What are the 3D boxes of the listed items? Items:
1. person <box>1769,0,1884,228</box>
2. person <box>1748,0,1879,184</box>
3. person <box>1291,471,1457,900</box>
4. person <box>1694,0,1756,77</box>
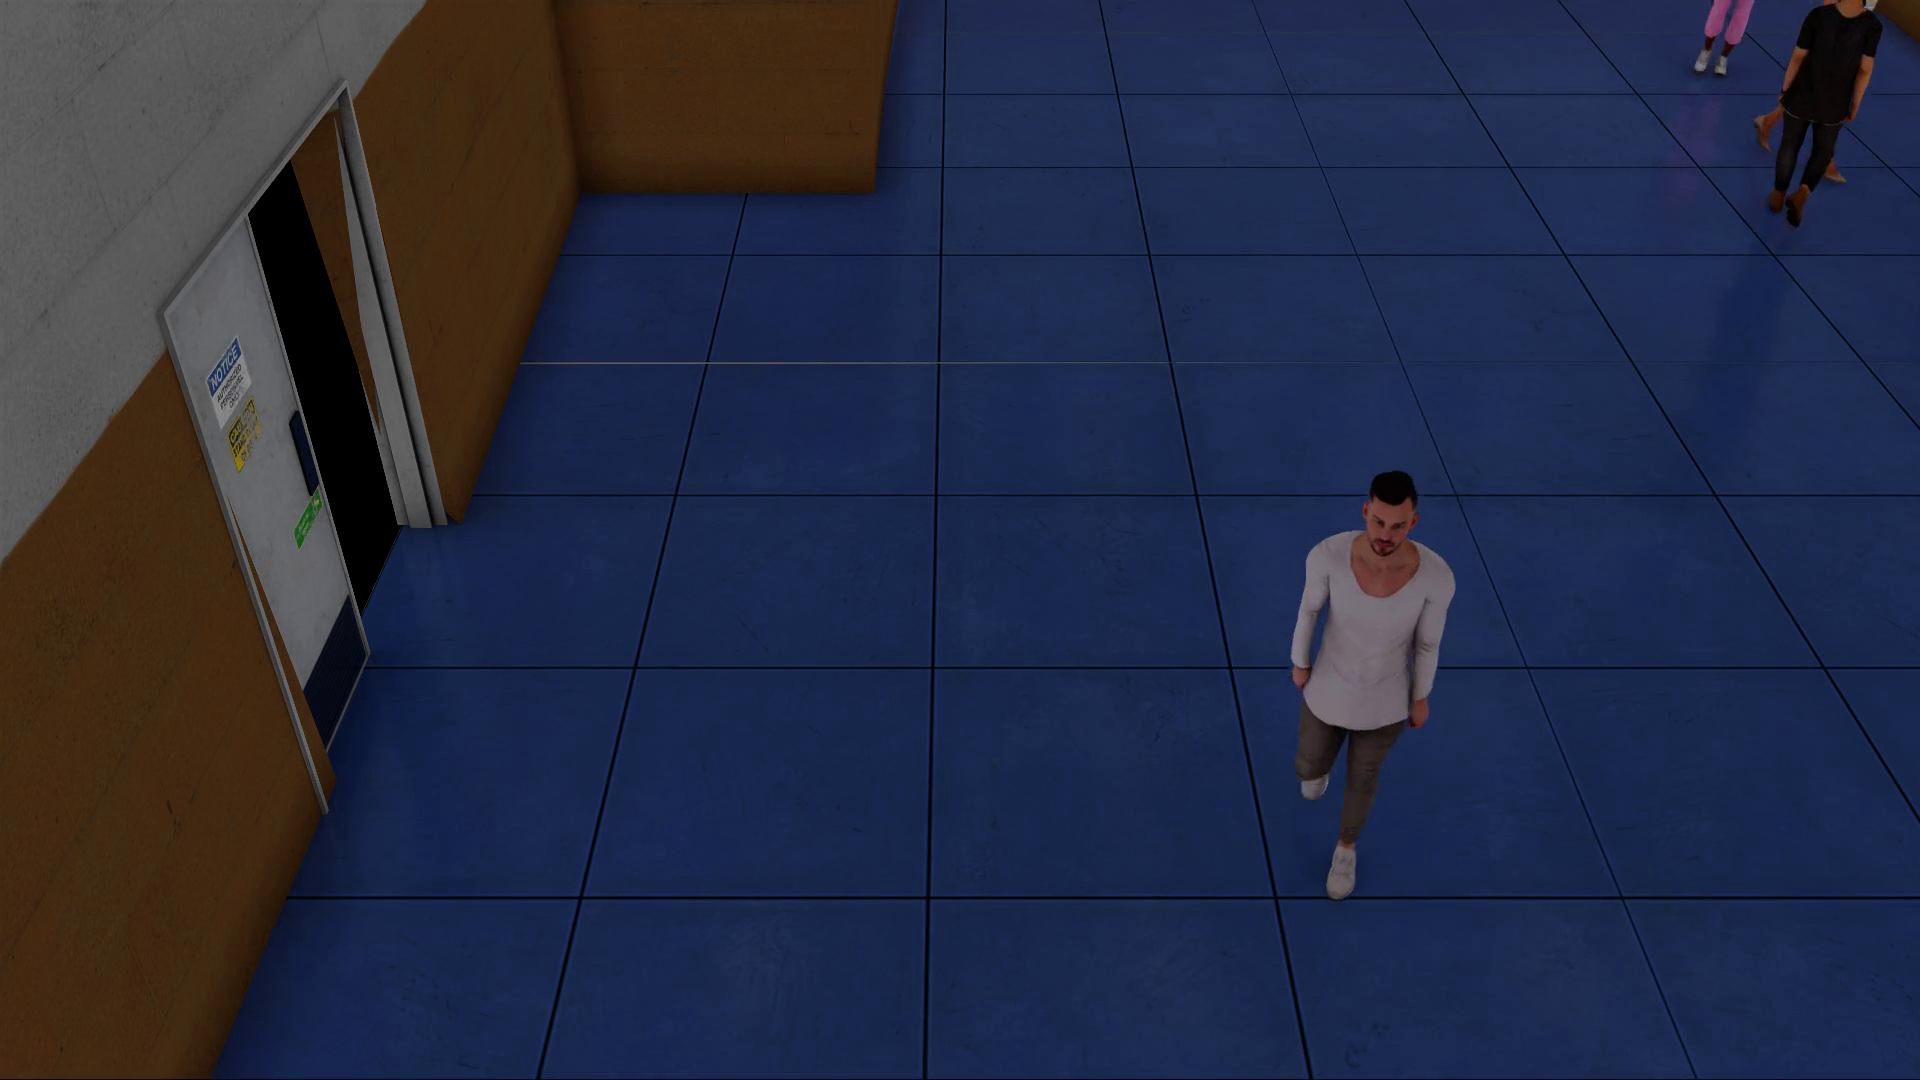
[{"bbox_3d":[5.451,-2.811,10.539,0.954,1.700,0.948,20,41,24],"label":"person"},{"bbox_3d":[5.820,-3.339,11.224,1.036,1.723,1.073,-28,45,-32],"label":"person"},{"bbox_3d":[1.468,0.471,6.061,0.909,1.827,0.892,11,38,14],"label":"person"},{"bbox_3d":[5.993,-4.412,12.651,0.633,1.727,0.737,11,38,14],"label":"person"}]
